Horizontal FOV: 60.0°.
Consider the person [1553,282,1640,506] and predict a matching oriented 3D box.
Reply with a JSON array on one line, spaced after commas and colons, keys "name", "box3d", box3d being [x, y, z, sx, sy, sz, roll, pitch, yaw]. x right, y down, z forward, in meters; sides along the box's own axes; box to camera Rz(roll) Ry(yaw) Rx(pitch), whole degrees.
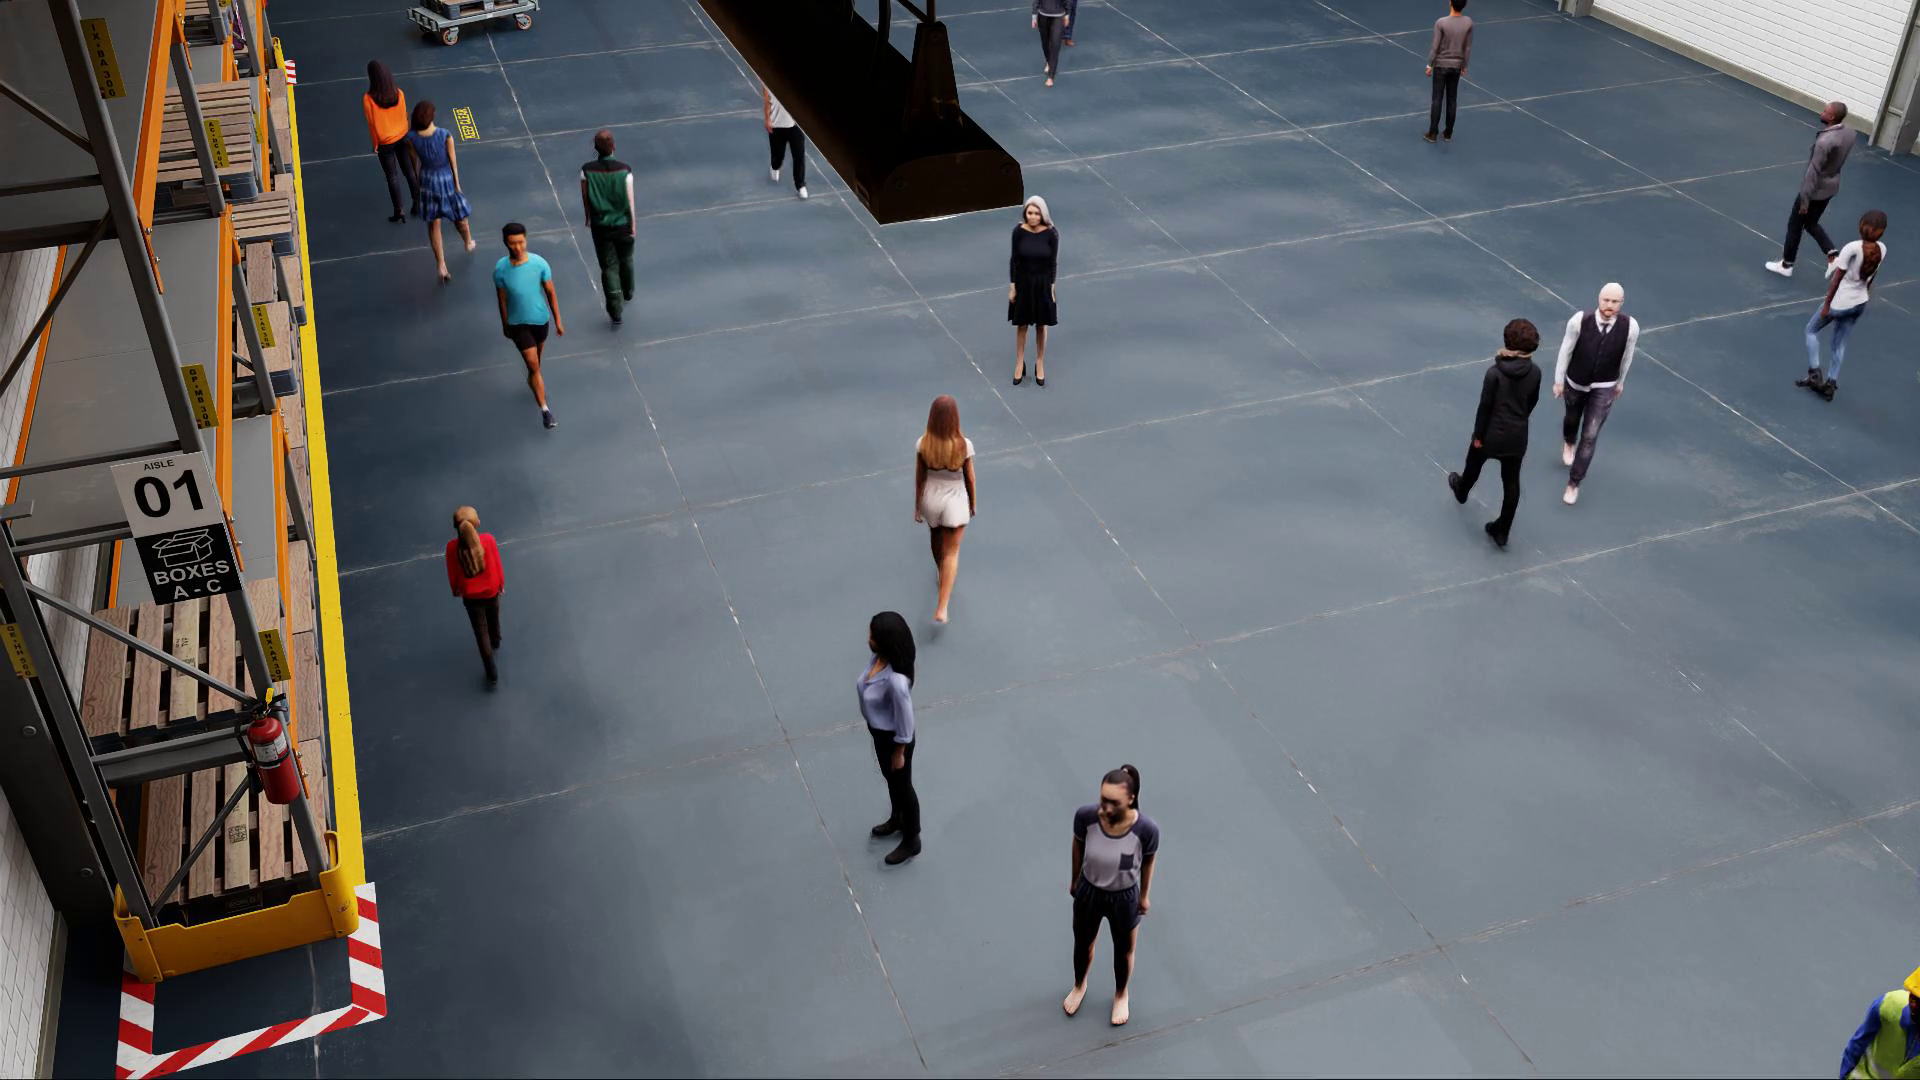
[{"name": "person", "box3d": [4.984, -1.239, 13.135, 1.186, 1.772, 1.297, 10, 35, 15]}]

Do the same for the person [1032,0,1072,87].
[{"name": "person", "box3d": [1.199, -6.857, 21.670, 1.027, 1.679, 1.203, 7, 34, 11]}]

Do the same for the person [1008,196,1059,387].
[{"name": "person", "box3d": [0.638, -2.183, 14.577, 0.683, 1.747, 0.694, 2, 34, 4]}]

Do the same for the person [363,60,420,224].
[{"name": "person", "box3d": [-6.033, -4.240, 17.670, 0.718, 1.750, 0.707, 26, 41, 33]}]

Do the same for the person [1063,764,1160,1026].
[{"name": "person", "box3d": [0.769, 1.833, 8.622, 0.674, 1.650, 0.706, 10, 35, 14]}]

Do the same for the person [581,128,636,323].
[{"name": "person", "box3d": [-3.290, -2.922, 15.637, 0.808, 1.805, 1.173, -4, 34, -6]}]

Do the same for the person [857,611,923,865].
[{"name": "person", "box3d": [-0.382, 1.133, 9.591, 0.710, 1.744, 0.477, -10, 35, -15]}]

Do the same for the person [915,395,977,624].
[{"name": "person", "box3d": [-0.120, -0.186, 11.651, 0.948, 1.661, 1.186, 6, 34, 8]}]

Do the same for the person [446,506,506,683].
[{"name": "person", "box3d": [-3.229, 0.367, 11.184, 0.516, 1.256, 0.895, -12, 36, -18]}]

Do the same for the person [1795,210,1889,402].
[{"name": "person", "box3d": [7.671, -1.979, 14.307, 0.627, 1.707, 0.651, -8, 34, -12]}]

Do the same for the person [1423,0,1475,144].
[{"name": "person", "box3d": [5.782, -5.611, 19.717, 0.699, 1.766, 0.611, -5, 34, -8]}]

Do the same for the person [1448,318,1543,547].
[{"name": "person", "box3d": [4.096, -0.750, 12.446, 0.822, 1.721, 1.165, -3, 34, -5]}]

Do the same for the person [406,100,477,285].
[{"name": "person", "box3d": [-5.138, -3.376, 16.364, 0.865, 1.756, 1.184, -1, 34, -2]}]

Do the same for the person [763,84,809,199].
[{"name": "person", "box3d": [-1.930, -4.657, 18.376, 0.681, 1.662, 0.983, -10, 35, -15]}]

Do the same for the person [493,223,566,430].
[{"name": "person", "box3d": [-3.679, -1.882, 14.147, 0.687, 1.722, 1.194, -13, 36, -19]}]

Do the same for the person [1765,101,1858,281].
[{"name": "person", "box3d": [8.503, -3.386, 16.340, 0.818, 1.800, 1.009, -19, 38, -26]}]
